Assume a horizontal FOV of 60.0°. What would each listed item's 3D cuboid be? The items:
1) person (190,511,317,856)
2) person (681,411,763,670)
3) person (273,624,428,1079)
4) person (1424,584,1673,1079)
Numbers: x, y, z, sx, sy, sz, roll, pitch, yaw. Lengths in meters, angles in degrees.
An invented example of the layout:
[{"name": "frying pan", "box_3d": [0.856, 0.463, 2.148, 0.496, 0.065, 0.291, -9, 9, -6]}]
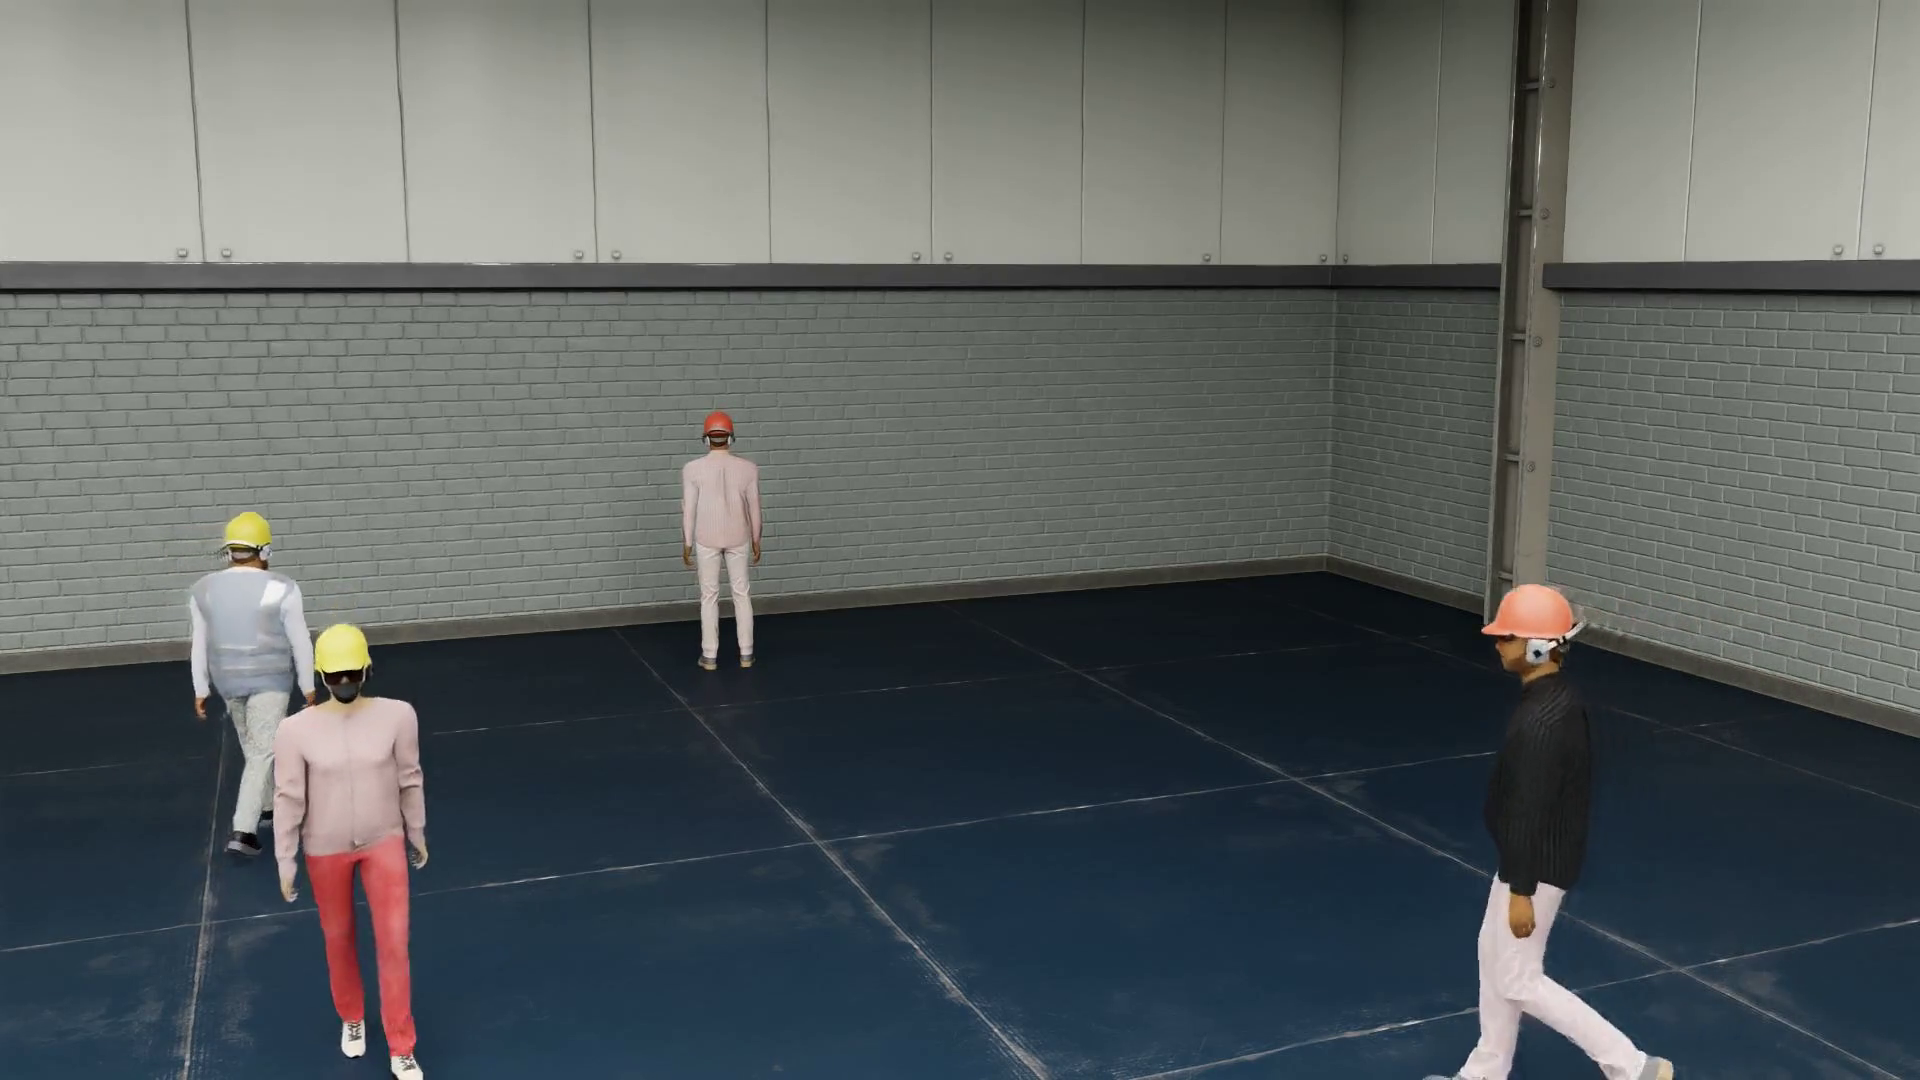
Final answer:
[{"name": "person", "box_3d": [-3.762, 0.747, 8.833, 0.610, 1.794, 0.922, 1, 9, 5]}, {"name": "person", "box_3d": [-1.840, 0.003, 12.849, 0.622, 1.989, 0.399, -3, 9, -16]}, {"name": "person", "box_3d": [-2.262, 1.182, 6.221, 0.553, 1.732, 0.818, -4, 10, -25]}, {"name": "person", "box_3d": [2.085, 1.130, 5.842, 0.764, 1.972, 0.624, 4, 10, 22]}]
